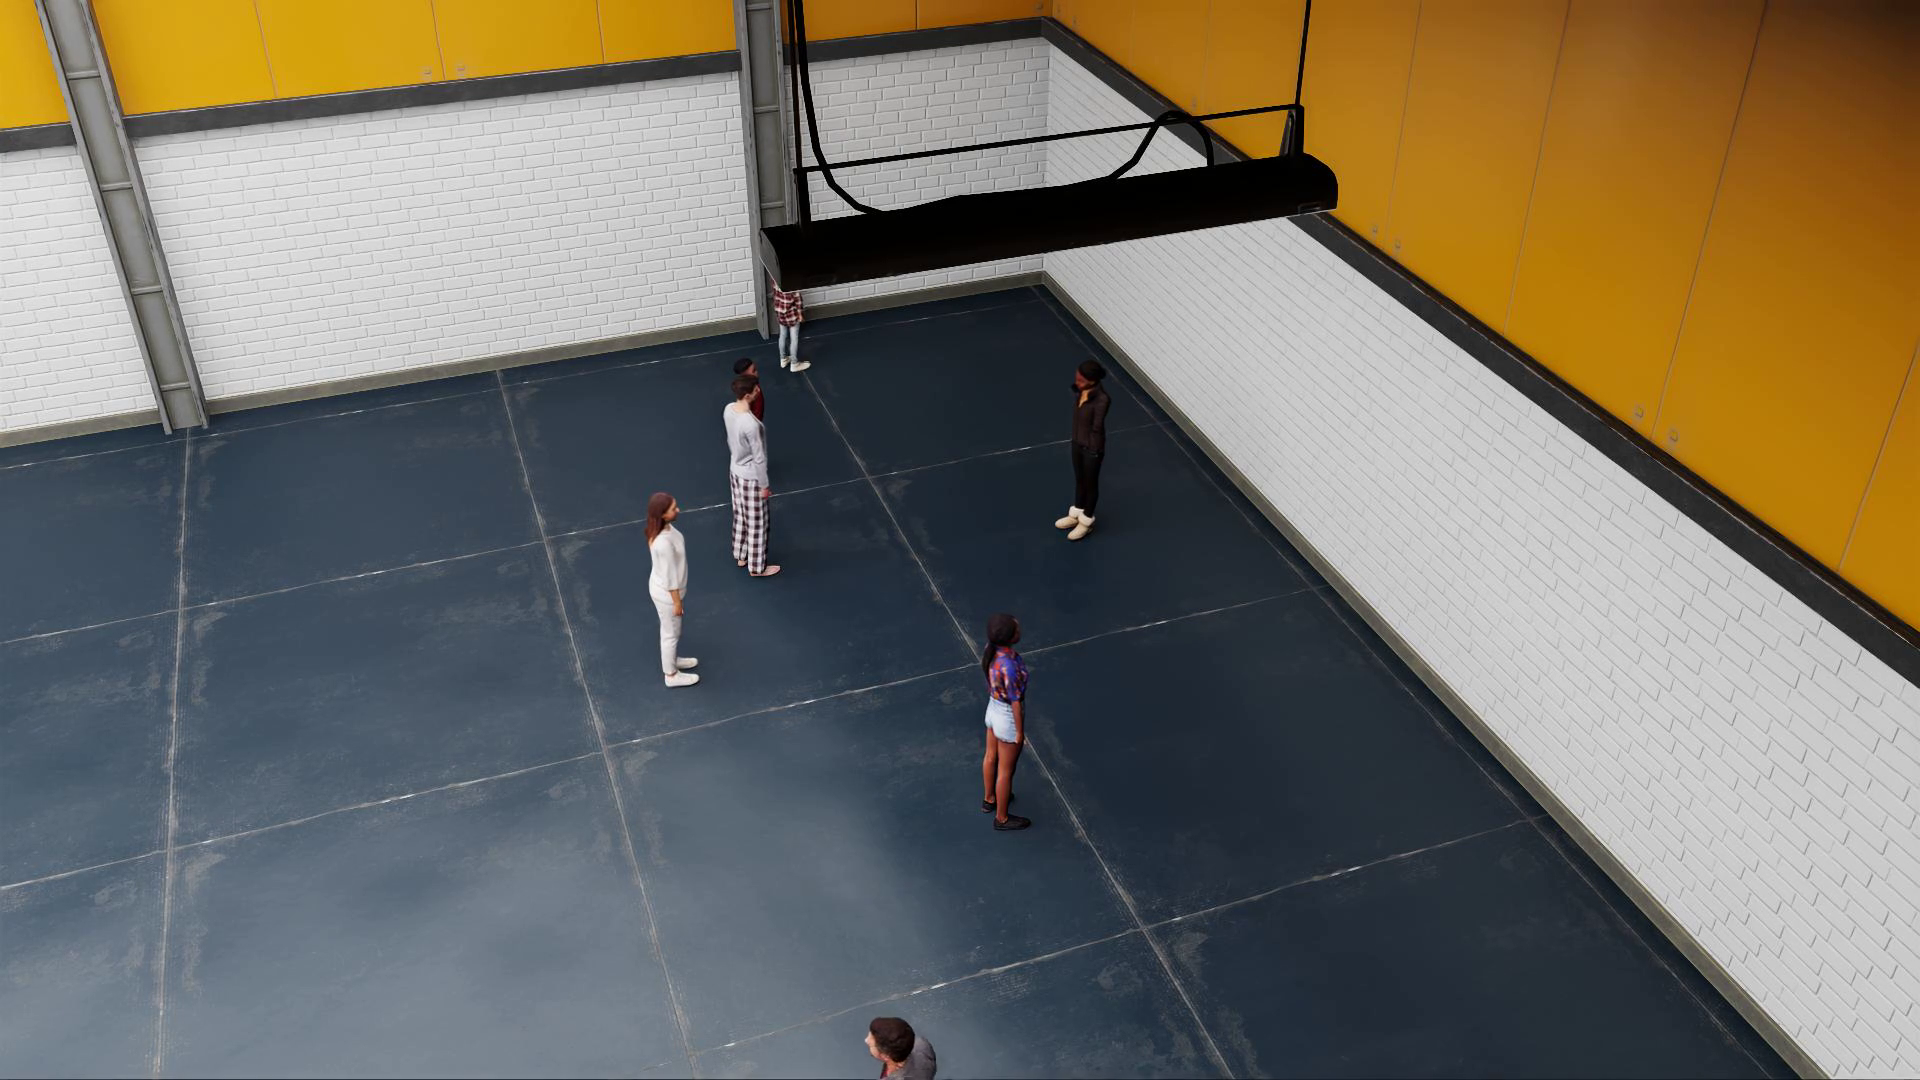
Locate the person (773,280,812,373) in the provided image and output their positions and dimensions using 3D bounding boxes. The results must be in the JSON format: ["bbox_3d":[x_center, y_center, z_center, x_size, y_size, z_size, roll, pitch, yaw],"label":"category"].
[{"bbox_3d":[-1.766,-2.358,17.043,0.606,1.304,0.626,23,40,31],"label":"person"}]

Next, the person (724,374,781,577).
[{"bbox_3d":[-1.758,-0.545,13.825,0.634,1.847,0.686,-21,39,-29],"label":"person"}]

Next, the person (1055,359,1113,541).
[{"bbox_3d":[1.124,-0.823,14.410,0.689,1.662,0.620,-17,37,-23],"label":"person"}]

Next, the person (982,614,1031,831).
[{"bbox_3d":[0.299,1.210,11.278,0.516,1.743,0.595,-13,36,-19],"label":"person"}]

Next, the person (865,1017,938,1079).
[{"bbox_3d":[-0.185,3.088,8.353,0.970,1.852,0.907,12,35,17],"label":"person"}]

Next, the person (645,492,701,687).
[{"bbox_3d":[-2.212,0.359,12.607,0.547,1.688,0.603,-9,35,-13],"label":"person"}]

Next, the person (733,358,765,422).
[{"bbox_3d":[-1.942,-1.092,15.183,0.570,1.253,0.555,0,34,-1],"label":"person"}]
